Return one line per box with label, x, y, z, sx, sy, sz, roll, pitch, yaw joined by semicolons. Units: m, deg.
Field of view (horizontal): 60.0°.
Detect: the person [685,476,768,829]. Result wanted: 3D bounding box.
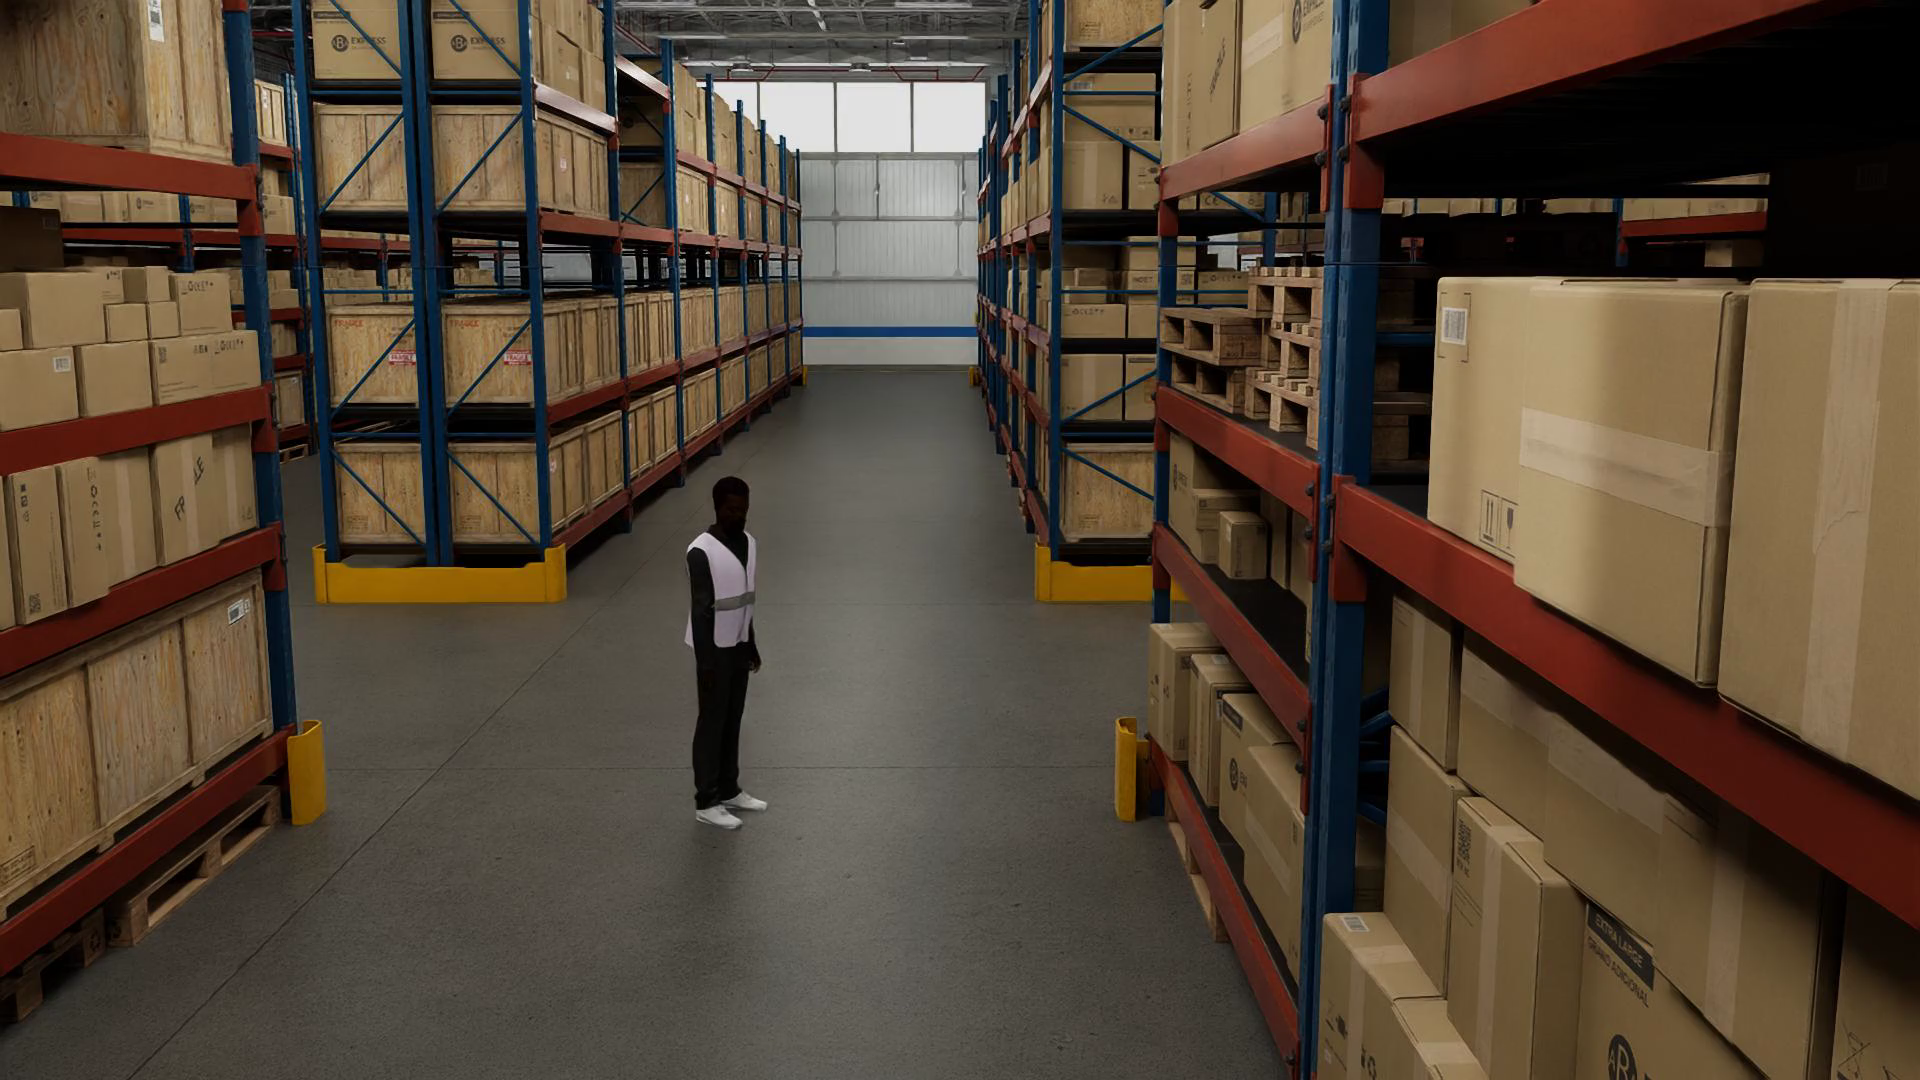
person;-1.298;0.598;9.149;0.396;1.913;0.590;3;10;20
